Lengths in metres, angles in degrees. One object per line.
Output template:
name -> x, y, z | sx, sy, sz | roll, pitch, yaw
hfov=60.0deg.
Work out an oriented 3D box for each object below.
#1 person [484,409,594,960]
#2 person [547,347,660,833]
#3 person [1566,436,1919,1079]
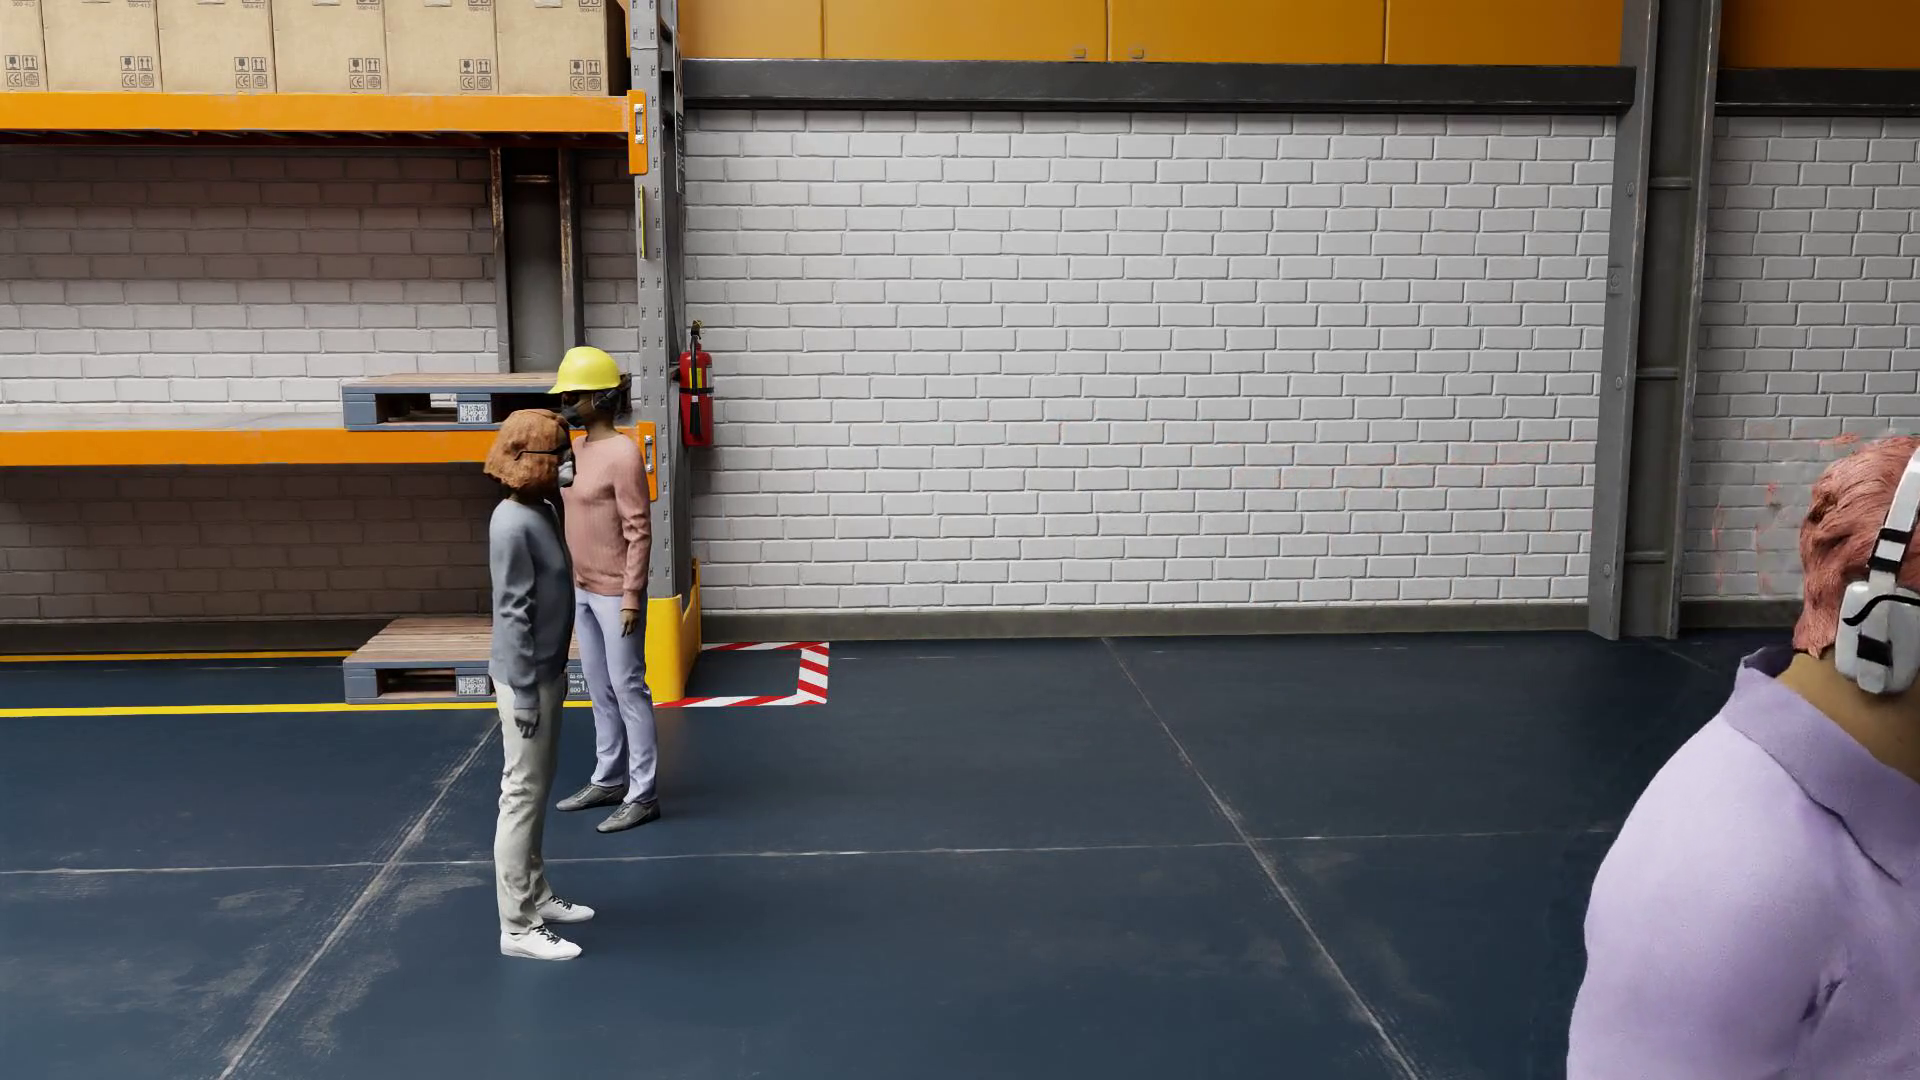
person -> -1.267, 0.422, 4.984 | 0.264, 1.632, 0.507 | -1, 9, -4
person -> -1.318, 0.181, 6.081 | 0.324, 1.767, 0.533 | -7, 11, -37
person -> 0.866, 0.834, 1.628 | 0.635, 1.883, 0.680 | 7, 12, 38
